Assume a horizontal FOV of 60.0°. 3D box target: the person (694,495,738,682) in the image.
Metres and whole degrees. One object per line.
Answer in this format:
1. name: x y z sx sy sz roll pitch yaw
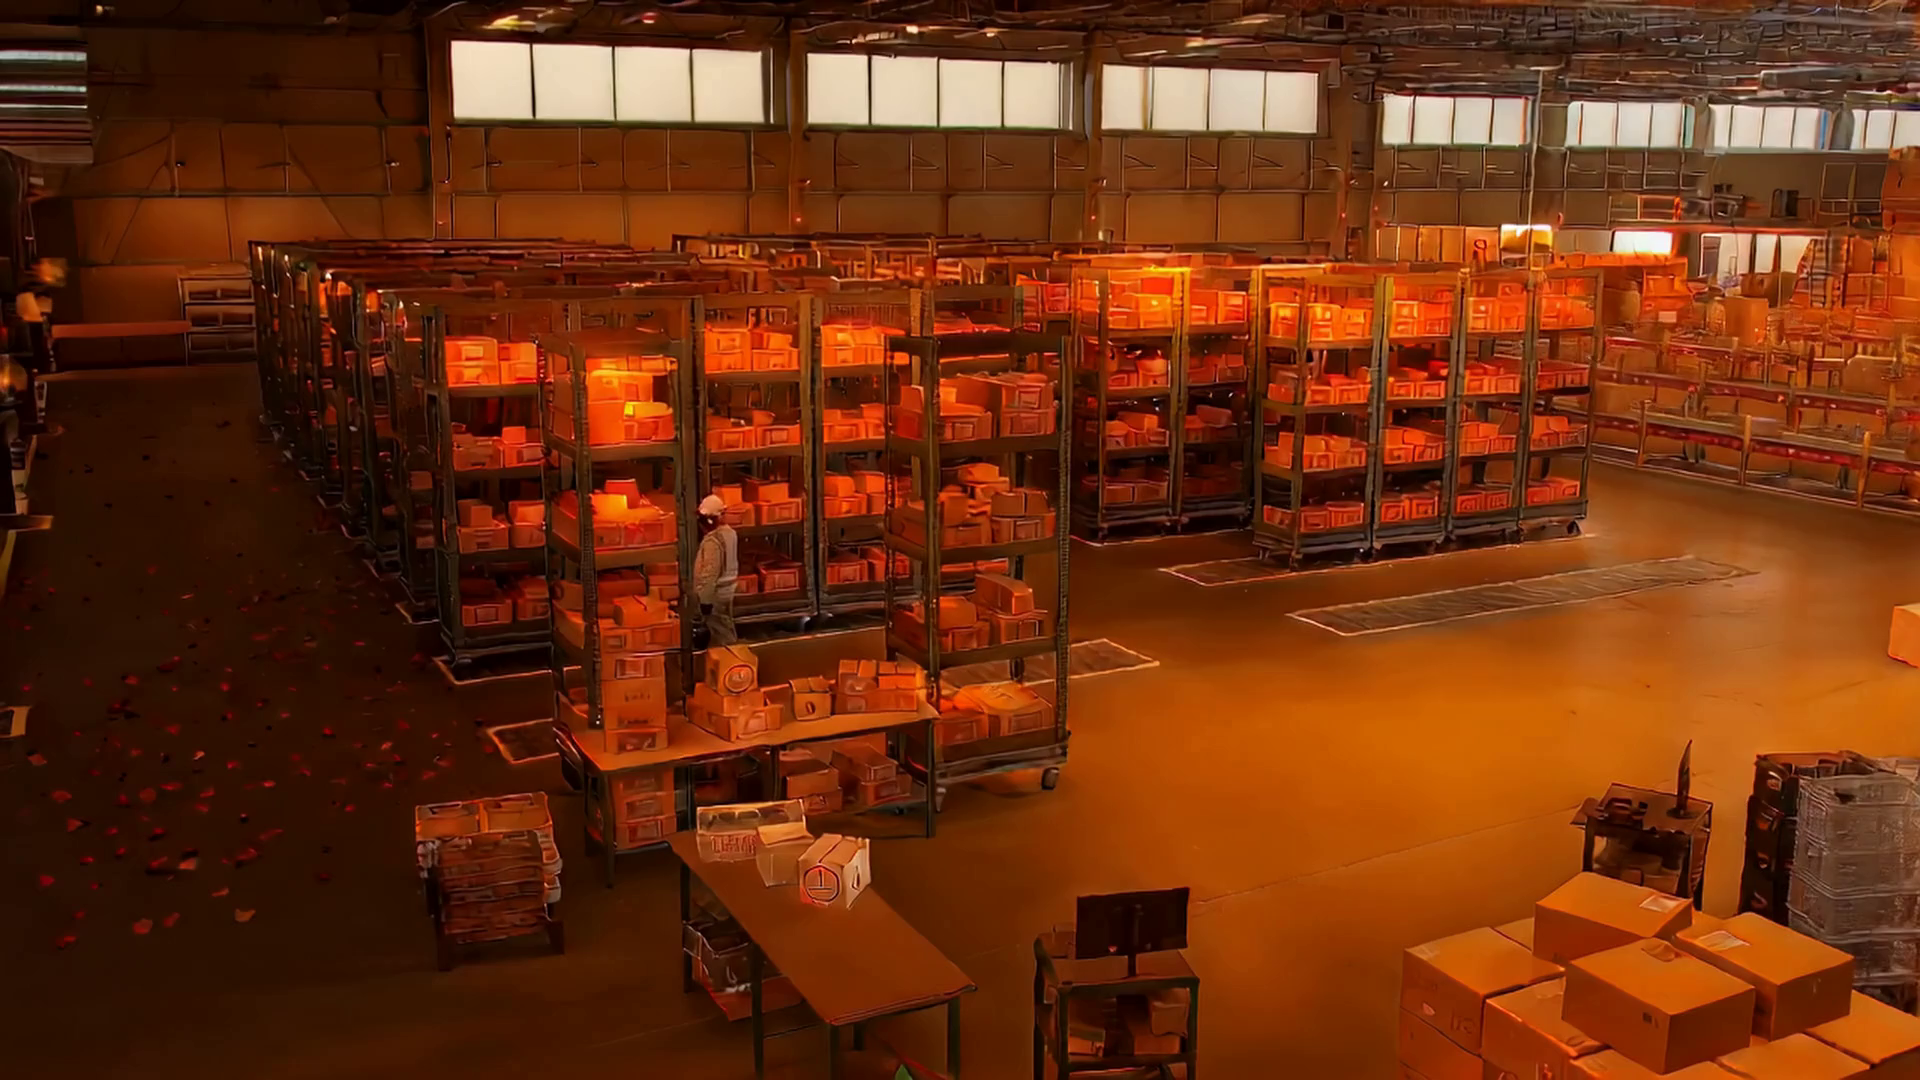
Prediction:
1. person: -2.304 0.482 15.721 0.403 1.833 0.586 3 12 12

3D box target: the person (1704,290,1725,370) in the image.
1. person: 19.405 -5.398 42.731 0.370 2.044 0.608 -5 13 -22

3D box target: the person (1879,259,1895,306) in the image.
1. person: 36.183 -10.028 64.852 0.507 1.846 0.343 -9 15 -35

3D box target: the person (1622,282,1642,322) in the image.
1. person: 19.828 -6.687 49.172 0.914 1.872 0.646 -4 13 -19

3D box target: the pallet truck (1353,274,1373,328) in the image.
1. pallet truck: 13.011 -8.050 55.243 0.823 1.965 1.885 -7 14 -28

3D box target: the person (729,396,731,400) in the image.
1. person: -4.241 -2.366 29.133 0.593 1.792 0.988 -6 13 -26
